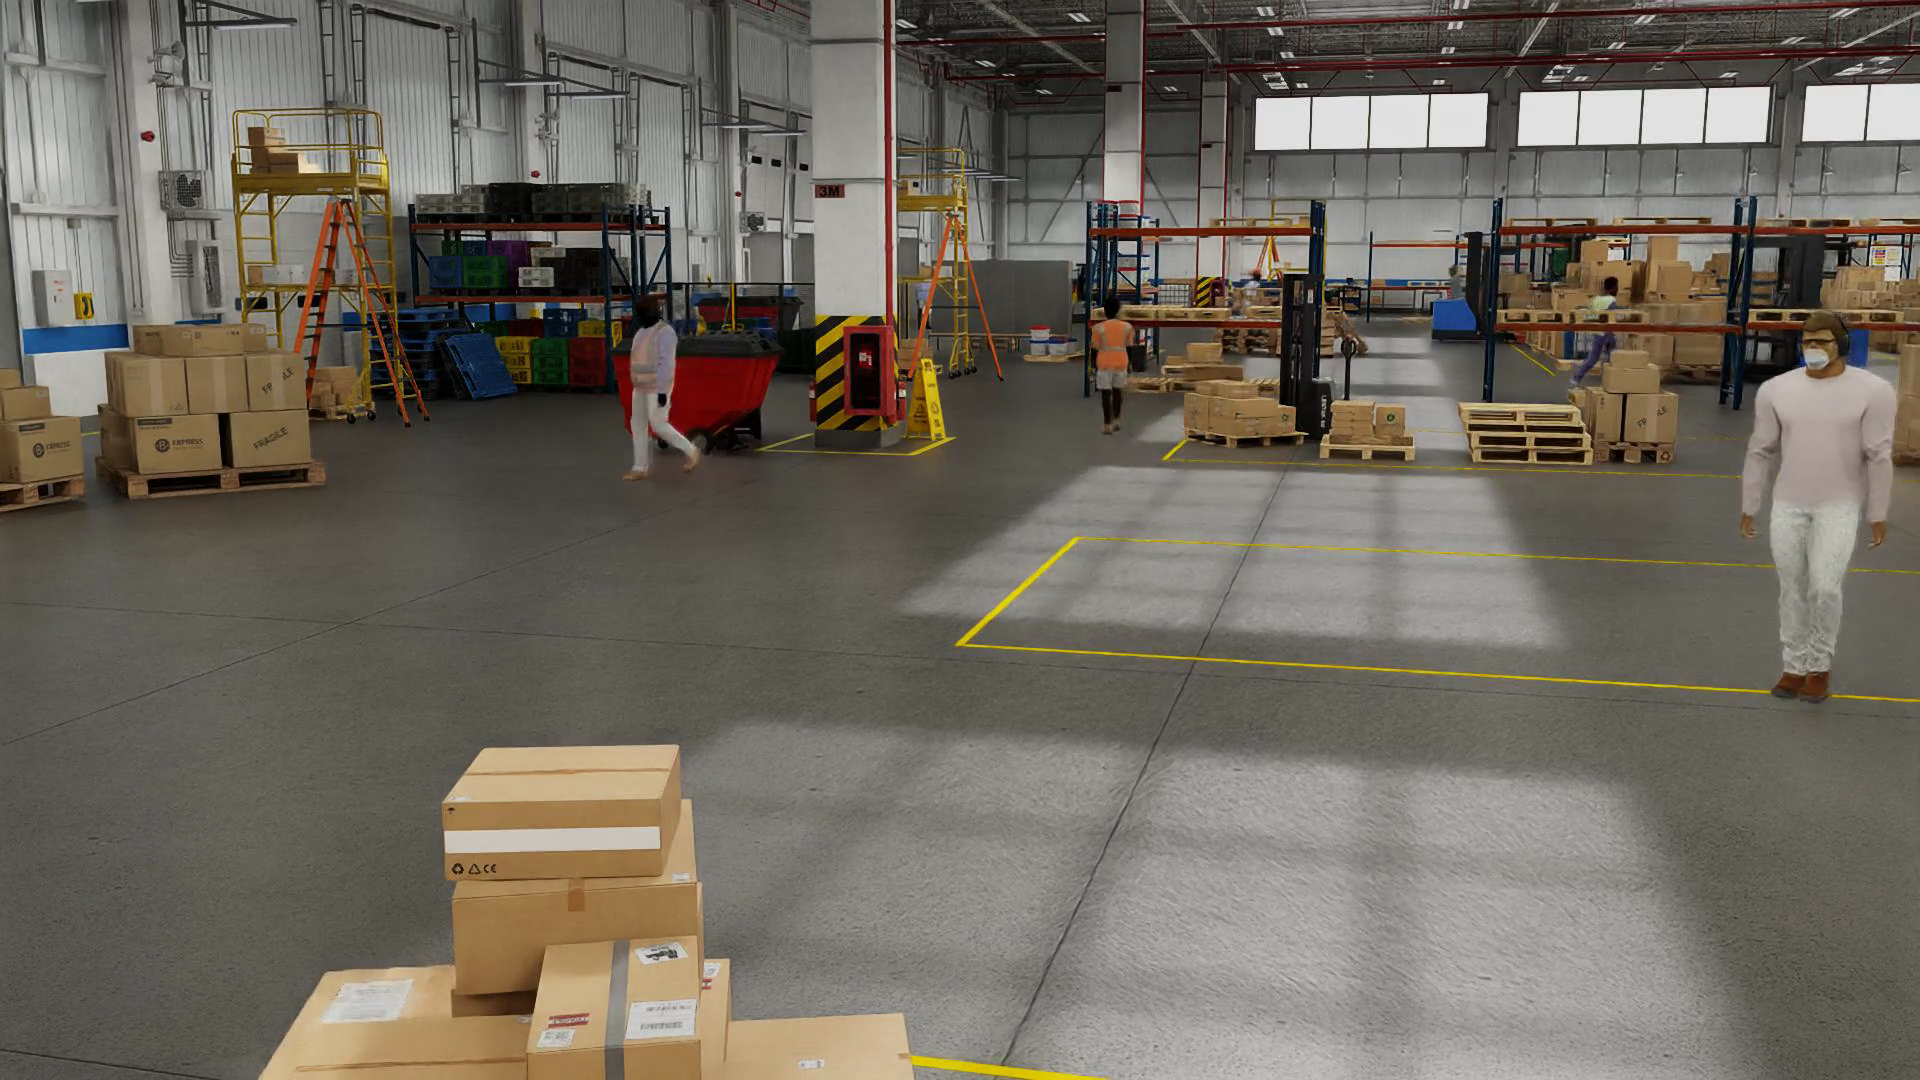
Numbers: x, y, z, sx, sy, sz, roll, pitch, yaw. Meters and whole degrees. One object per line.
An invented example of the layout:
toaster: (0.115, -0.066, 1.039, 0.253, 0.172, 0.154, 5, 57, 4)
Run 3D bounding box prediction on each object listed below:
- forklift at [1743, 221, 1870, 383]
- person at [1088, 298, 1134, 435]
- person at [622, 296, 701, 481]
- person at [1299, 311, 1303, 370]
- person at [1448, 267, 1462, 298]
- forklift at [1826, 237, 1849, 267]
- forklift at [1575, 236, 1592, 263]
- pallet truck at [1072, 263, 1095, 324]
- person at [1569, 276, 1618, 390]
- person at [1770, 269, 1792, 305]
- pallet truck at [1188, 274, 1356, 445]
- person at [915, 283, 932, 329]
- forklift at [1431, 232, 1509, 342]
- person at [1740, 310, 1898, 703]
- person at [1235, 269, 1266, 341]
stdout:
forklift: (14.549, -4.107, 28.587, 1.873, 2.768, 1.129, 2, 10, 14)
person: (1.846, -2.148, 20.543, 0.549, 1.676, 0.565, -2, 10, -10)
person: (-2.968, -1.482, 16.279, 0.701, 1.807, 0.630, -9, 13, -42)
person: (6.761, -4.127, 32.066, 0.485, 1.739, 0.320, -8, 13, -41)
person: (14.931, -7.296, 50.260, 0.681, 1.900, 0.638, 5, 11, 26)
forklift: (27.372, -8.164, 52.473, 1.129, 2.768, 1.873, 2, 10, 14)
forklift: (19.314, -8.043, 51.759, 1.873, 2.768, 1.129, 4, 11, 25)
pallet truck: (4.325, -8.180, 55.162, 0.823, 1.965, 1.885, 6, 11, 31)
person: (10.311, -3.300, 26.773, 0.906, 1.894, 0.596, -2, 10, -11)
person: (19.277, -5.374, 38.876, 0.639, 1.907, 0.815, 5, 11, 25)
pallet truck: (3.653, -2.138, 19.590, 1.885, 1.965, 0.823, -4, 10, -20)
person: (-1.084, -7.376, 50.636, 0.544, 1.930, 0.388, -5, 11, -25)
forklift: (13.184, -6.527, 42.836, 1.873, 2.768, 1.129, 2, 10, 14)
person: (4.133, -0.149, 8.100, 0.650, 1.917, 0.524, 9, 13, 44)
person: (7.599, -6.105, 43.318, 1.020, 1.878, 0.590, -5, 11, -27)
